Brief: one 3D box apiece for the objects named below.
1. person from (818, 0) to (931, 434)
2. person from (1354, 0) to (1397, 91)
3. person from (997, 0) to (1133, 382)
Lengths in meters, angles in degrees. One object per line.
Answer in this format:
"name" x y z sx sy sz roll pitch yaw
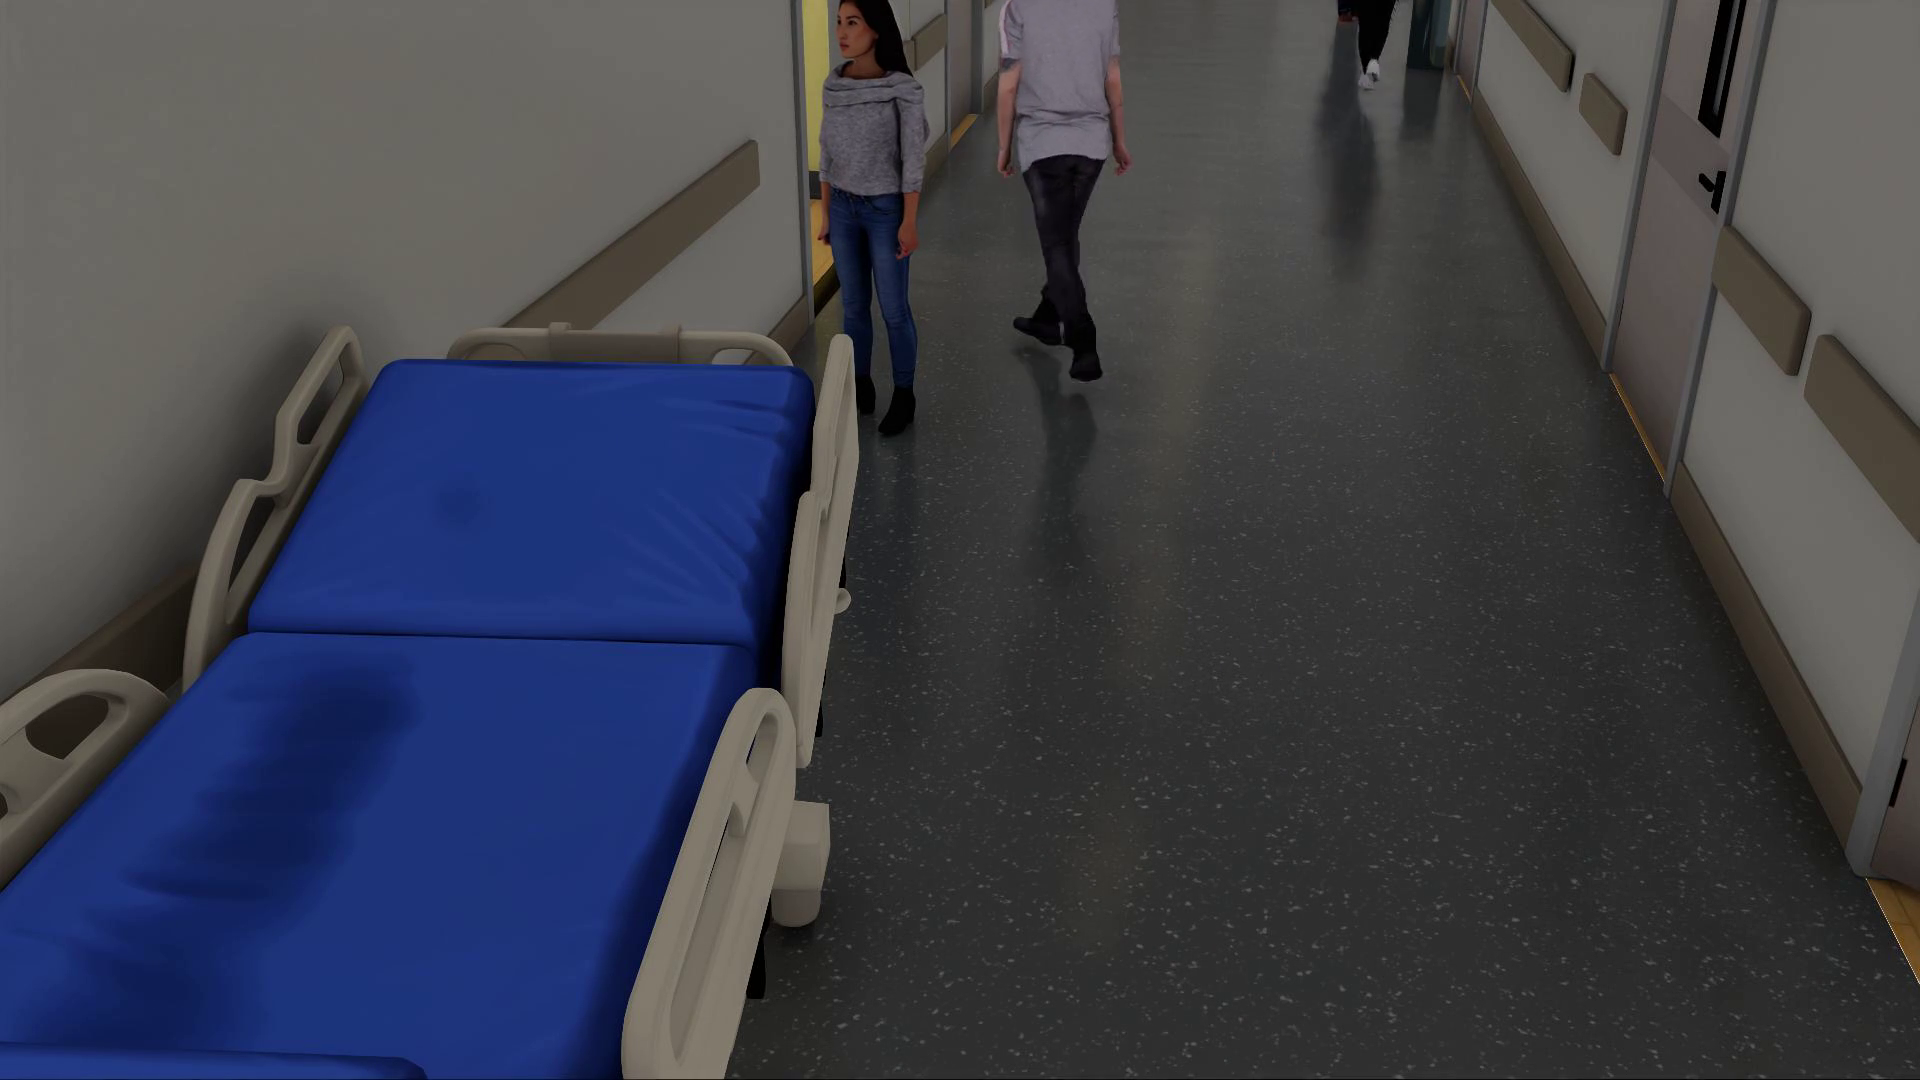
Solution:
"person" -0.324 -1.201 6.172 0.596 1.632 0.737 17 30 31
"person" 3.085 -4.161 12.314 0.512 1.629 0.669 4 26 9
"person" 0.440 -1.493 6.604 1.220 1.783 1.188 -10 28 -20
